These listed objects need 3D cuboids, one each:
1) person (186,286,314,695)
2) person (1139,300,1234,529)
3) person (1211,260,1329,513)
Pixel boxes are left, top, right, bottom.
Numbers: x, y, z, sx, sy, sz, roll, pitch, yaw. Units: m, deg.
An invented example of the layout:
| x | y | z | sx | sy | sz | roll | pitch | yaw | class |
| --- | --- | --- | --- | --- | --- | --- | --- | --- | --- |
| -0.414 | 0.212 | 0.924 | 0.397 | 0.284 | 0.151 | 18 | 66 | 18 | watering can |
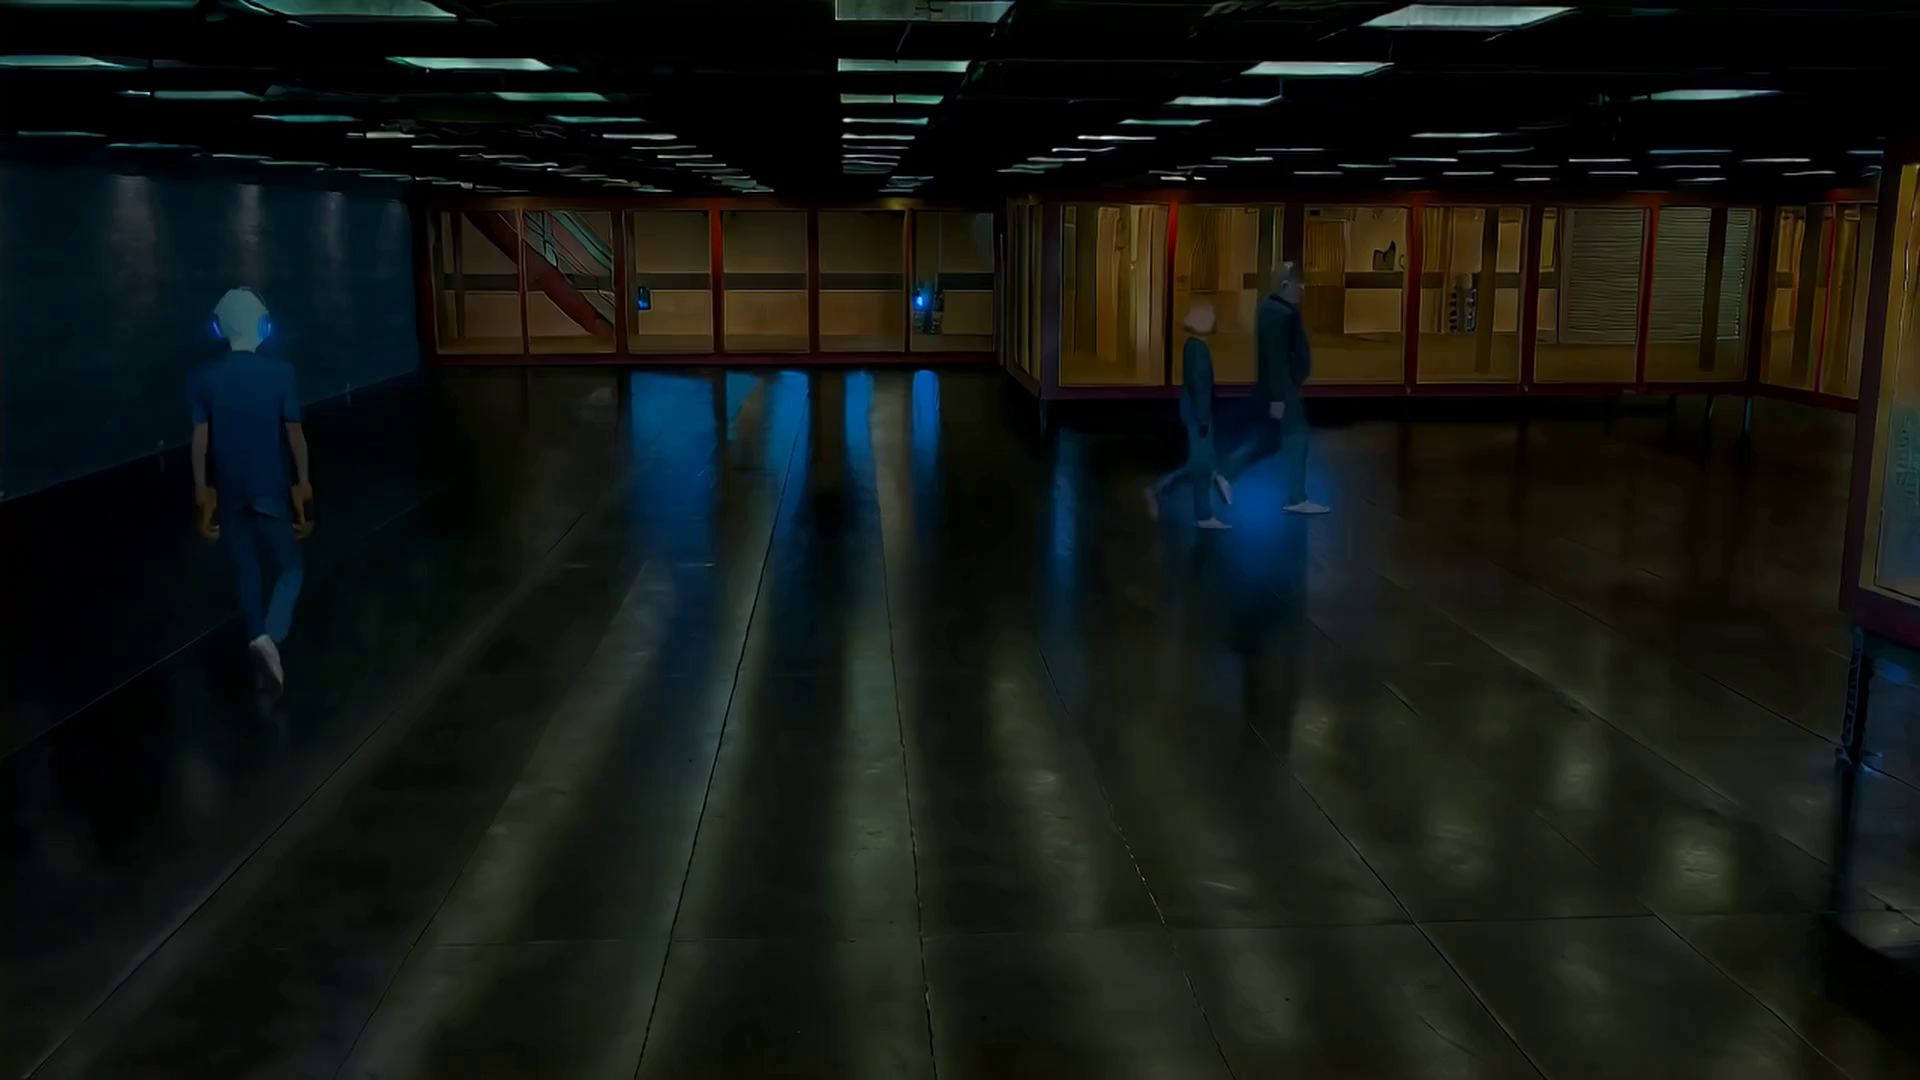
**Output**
| x | y | z | sx | sy | sz | roll | pitch | yaw | class |
| --- | --- | --- | --- | --- | --- | --- | --- | --- | --- |
| -3.168 | -0.196 | 7.421 | 0.515 | 1.855 | 0.635 | -2 | 11 | -8 | person |
| 1.602 | -0.859 | 11.581 | 0.605 | 1.618 | 0.509 | 1 | 11 | 3 | person |
| 2.323 | -1.130 | 12.353 | 0.812 | 1.878 | 0.652 | 1 | 11 | 4 | person |
